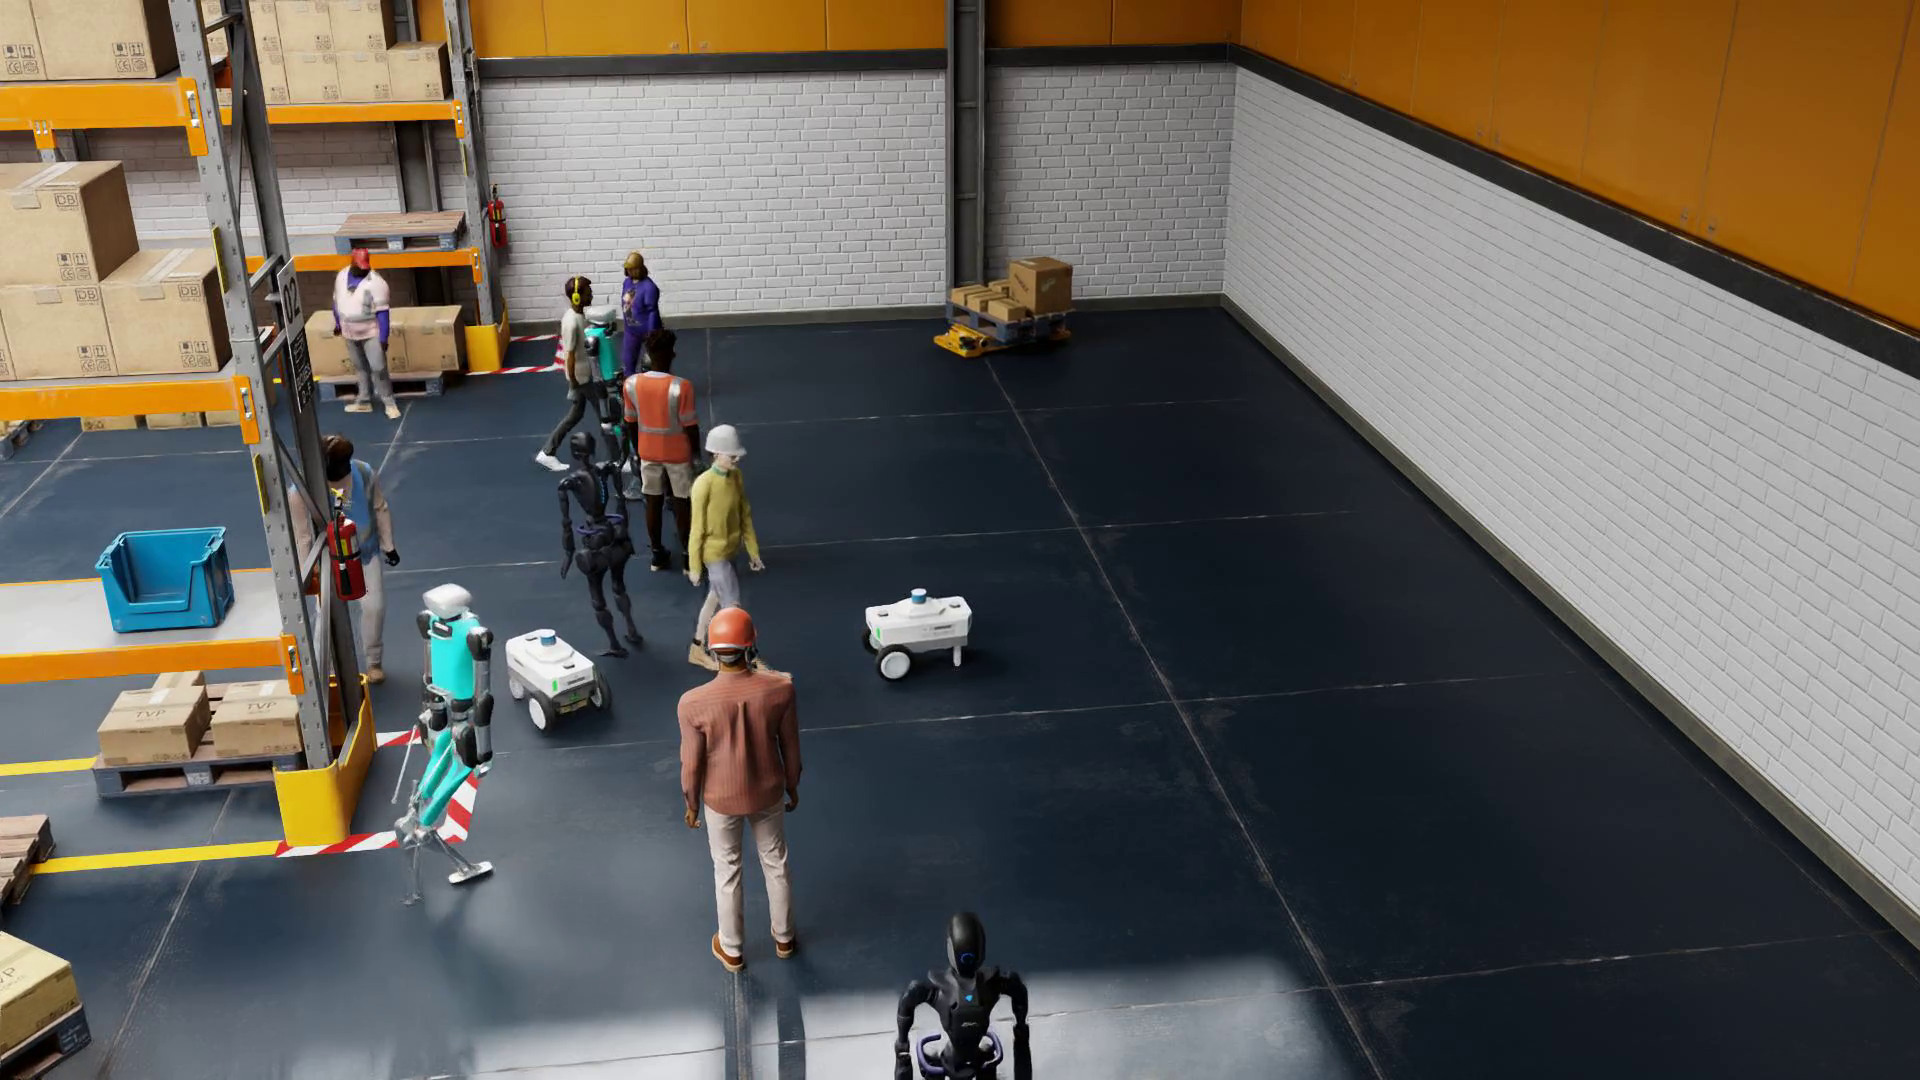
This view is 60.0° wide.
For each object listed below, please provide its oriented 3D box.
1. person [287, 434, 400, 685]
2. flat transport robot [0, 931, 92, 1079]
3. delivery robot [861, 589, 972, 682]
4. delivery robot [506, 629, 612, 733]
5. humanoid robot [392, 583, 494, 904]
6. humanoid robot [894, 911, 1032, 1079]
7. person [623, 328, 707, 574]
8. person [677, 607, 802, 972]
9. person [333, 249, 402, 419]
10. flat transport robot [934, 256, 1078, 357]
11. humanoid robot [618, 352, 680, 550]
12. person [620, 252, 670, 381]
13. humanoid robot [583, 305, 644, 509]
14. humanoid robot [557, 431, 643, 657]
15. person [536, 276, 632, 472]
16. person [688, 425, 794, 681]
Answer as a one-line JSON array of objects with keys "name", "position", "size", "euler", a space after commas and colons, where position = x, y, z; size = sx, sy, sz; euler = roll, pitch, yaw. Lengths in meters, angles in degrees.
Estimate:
[{"name": "person", "position": [-4.143, 0.122, 11.218], "size": [0.503, 1.798, 0.665], "euler": [22, 32, 40]}, {"name": "flat transport robot", "position": [-4.721, 2.573, 7.534], "size": [1.431, 0.231, 0.659], "euler": [12, 26, 26]}, {"name": "delivery robot", "position": [-0.317, 0.637, 11.607], "size": [0.780, 0.609, 0.514], "euler": [-6, 24, -14]}, {"name": "delivery robot", "position": [-2.698, 0.879, 11.017], "size": [0.499, 0.577, 0.758], "euler": [-19, 30, -37]}, {"name": "humanoid robot", "position": [-2.863, 1.193, 8.945], "size": [0.534, 1.849, 0.796], "euler": [17, 29, 33]}, {"name": "humanoid robot", "position": [-0.001, 2.182, 6.736], "size": [0.597, 1.656, 0.708], "euler": [-5, 24, -11]}, {"name": "person", "position": [-2.260, -0.678, 12.841], "size": [0.602, 1.958, 0.377], "euler": [7, 25, 15]}, {"name": "person", "position": [-1.101, 1.261, 8.386], "size": [0.612, 1.988, 0.393], "euler": [-9, 25, -19]}, {"name": "person", "position": [-5.844, -2.011, 16.193], "size": [0.698, 1.714, 0.417], "euler": [8, 25, 18]}, {"name": "flat transport robot", "position": [0.485, -2.322, 18.688], "size": [1.431, 0.231, 0.659], "euler": [-15, 28, -30]}, {"name": "humanoid robot", "position": [-2.441, -0.702, 13.241], "size": [0.587, 1.654, 0.342], "euler": [-15, 28, -31]}, {"name": "person", "position": [-3.190, -2.029, 16.364], "size": [0.485, 1.589, 0.771], "euler": [15, 28, 30]}, {"name": "humanoid robot", "position": [-2.766, -1.068, 14.089], "size": [0.685, 1.863, 0.539], "euler": [3, 24, 7]}, {"name": "humanoid robot", "position": [-2.500, 0.033, 11.578], "size": [0.368, 1.652, 0.597], "euler": [19, 30, 36]}, {"name": "person", "position": [-3.378, -1.464, 14.795], "size": [0.958, 1.826, 0.518], "euler": [-3, 24, -6]}, {"name": "person", "position": [-1.528, 0.105, 11.207], "size": [0.959, 1.834, 0.499], "euler": [11, 26, 24]}]
